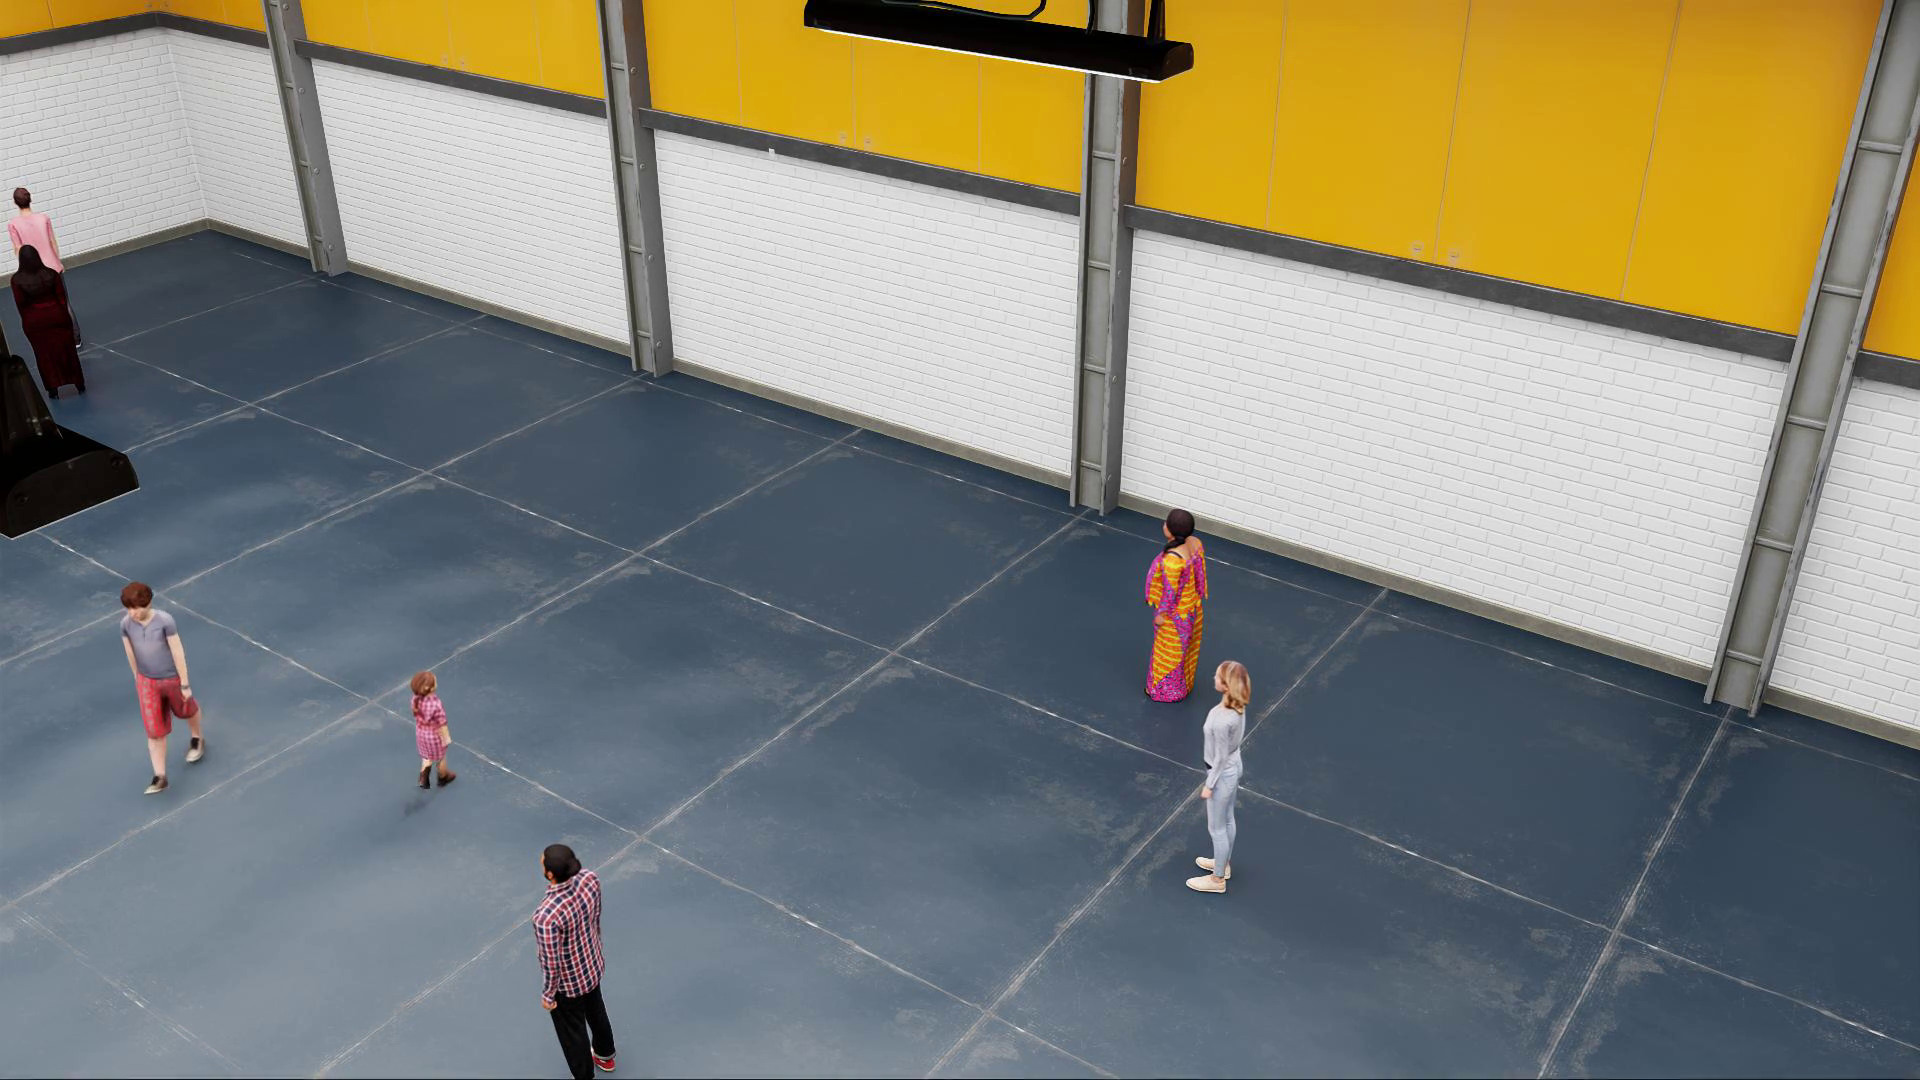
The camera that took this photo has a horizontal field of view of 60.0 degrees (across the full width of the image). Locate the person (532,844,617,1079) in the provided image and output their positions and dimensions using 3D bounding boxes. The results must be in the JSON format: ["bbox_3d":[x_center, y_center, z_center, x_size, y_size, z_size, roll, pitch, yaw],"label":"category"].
[{"bbox_3d":[-2.213,2.438,9.488,0.689,1.761,0.757,10,30,18],"label":"person"}]

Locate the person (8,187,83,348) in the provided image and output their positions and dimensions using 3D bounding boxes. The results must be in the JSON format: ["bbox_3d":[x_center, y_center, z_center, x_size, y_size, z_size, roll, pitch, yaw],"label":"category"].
[{"bbox_3d":[-10.808,-3.180,19.582,0.674,1.957,0.604,-25,37,-37],"label":"person"}]

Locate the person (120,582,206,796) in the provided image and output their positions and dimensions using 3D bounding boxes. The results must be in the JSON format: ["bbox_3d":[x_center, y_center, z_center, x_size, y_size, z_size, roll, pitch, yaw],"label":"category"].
[{"bbox_3d":[-5.851,0.990,12.300,1.097,1.612,1.103,-2,29,-4],"label":"person"}]

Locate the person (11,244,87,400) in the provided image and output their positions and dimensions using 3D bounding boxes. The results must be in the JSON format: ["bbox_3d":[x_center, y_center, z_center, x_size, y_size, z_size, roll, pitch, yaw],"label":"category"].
[{"bbox_3d":[-10.092,-2.416,18.390,0.736,1.758,0.713,-19,34,-31],"label":"person"}]

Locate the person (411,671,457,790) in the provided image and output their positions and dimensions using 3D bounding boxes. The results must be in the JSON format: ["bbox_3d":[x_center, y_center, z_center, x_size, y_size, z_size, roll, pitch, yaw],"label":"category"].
[{"bbox_3d":[-3.893,1.413,12.149,0.552,1.013,0.554,11,30,19],"label":"person"}]

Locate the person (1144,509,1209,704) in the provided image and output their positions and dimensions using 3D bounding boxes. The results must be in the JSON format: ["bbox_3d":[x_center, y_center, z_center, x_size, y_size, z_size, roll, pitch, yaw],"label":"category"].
[{"bbox_3d":[1.686,0.479,13.159,0.658,1.686,0.651,16,32,27],"label":"person"}]

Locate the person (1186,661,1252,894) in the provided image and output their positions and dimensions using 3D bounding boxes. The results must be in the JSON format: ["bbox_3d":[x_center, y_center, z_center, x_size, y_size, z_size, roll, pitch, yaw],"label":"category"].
[{"bbox_3d":[1.749,1.566,11.051,0.578,1.797,0.629,12,31,20],"label":"person"}]
